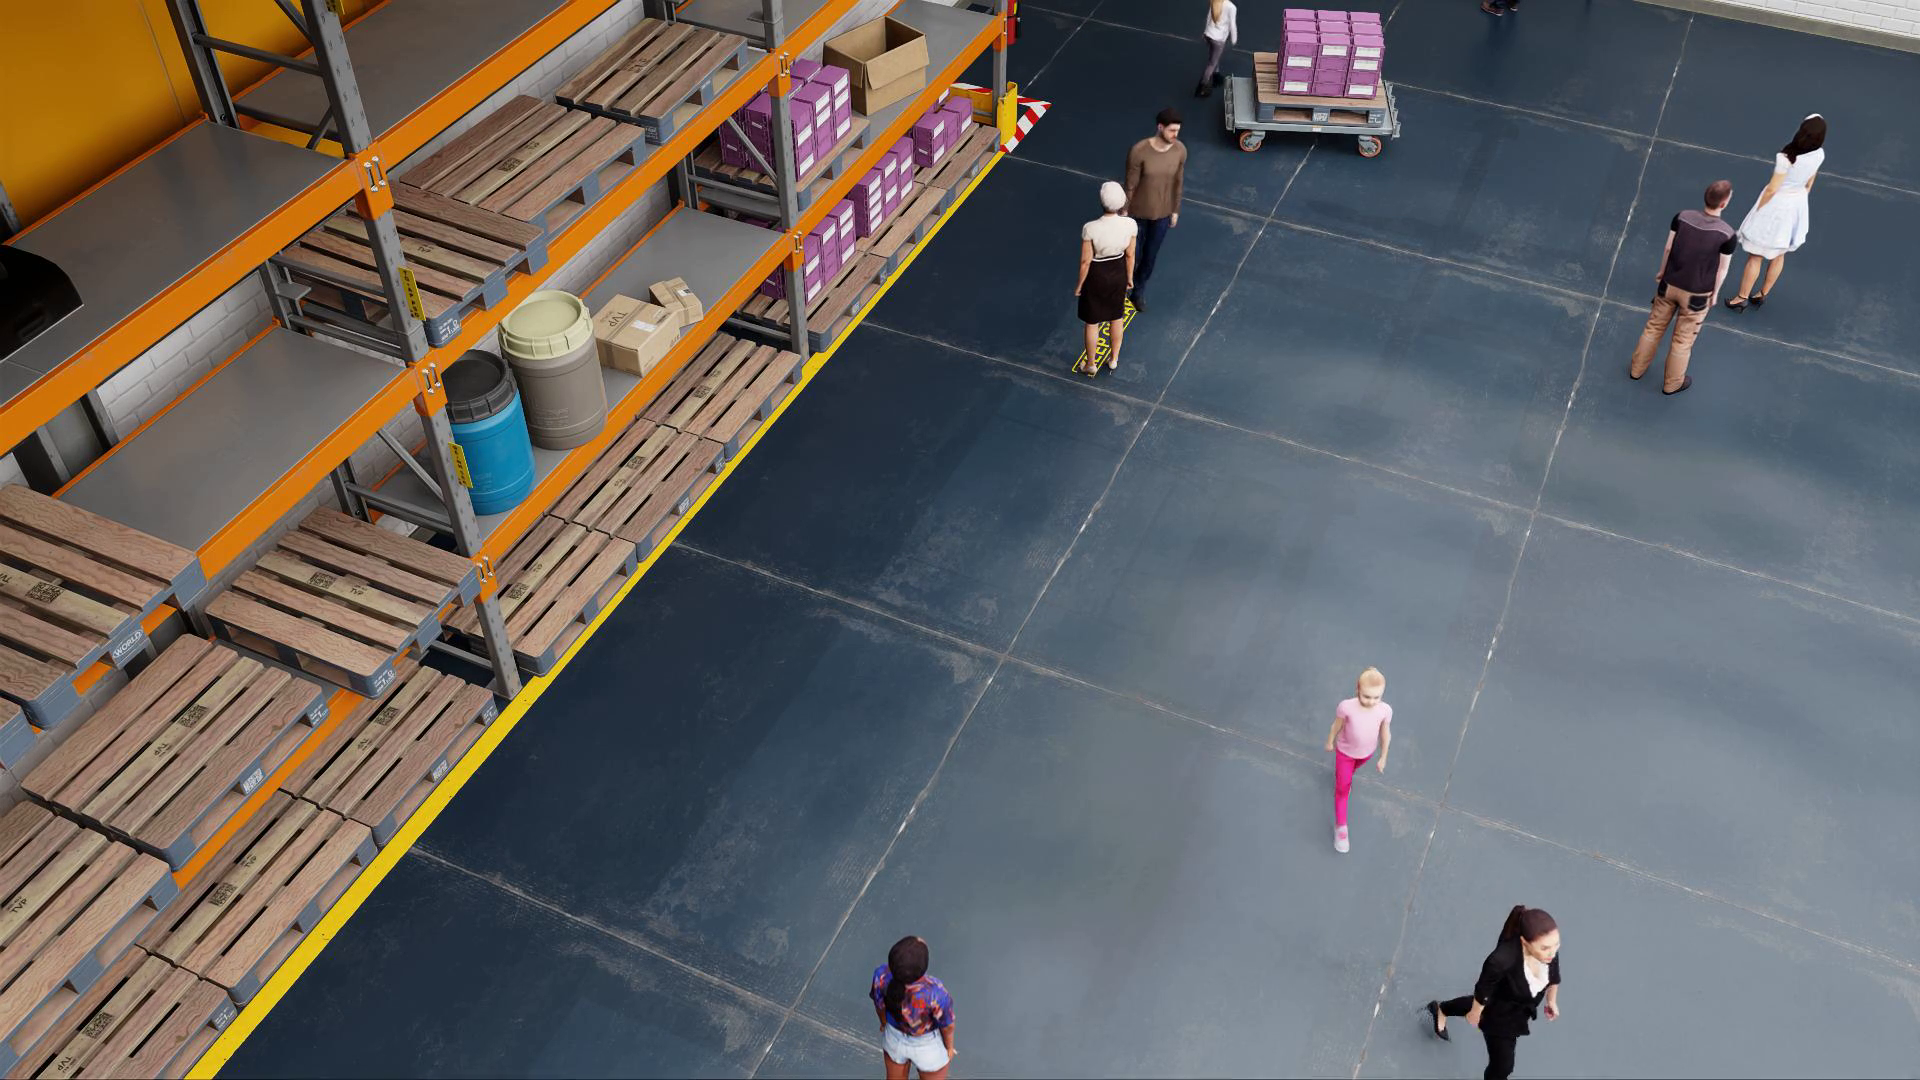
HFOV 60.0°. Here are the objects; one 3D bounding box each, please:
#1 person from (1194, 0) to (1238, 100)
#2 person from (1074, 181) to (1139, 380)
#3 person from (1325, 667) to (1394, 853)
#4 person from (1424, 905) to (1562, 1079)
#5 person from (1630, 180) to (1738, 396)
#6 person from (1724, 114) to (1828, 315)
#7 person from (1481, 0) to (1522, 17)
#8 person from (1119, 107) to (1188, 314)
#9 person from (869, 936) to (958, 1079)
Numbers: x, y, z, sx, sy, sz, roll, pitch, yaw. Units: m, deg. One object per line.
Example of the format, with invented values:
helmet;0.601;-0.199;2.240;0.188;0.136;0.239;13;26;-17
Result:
person;2.506;-4.960;16.501;0.821;1.257;0.722;-24;49;-23
person;1.135;-2.020;13.058;0.716;1.750;0.746;-10;44;-10
person;2.391;1.199;10.049;0.736;1.240;0.984;1;44;2
person;2.761;2.333;8.580;1.084;1.624;1.037;-23;48;-22
person;5.653;-1.983;12.953;0.745;1.841;0.770;-31;52;-28
person;6.742;-2.668;13.688;0.853;1.819;0.903;-7;44;-8
person;5.971;-6.526;17.718;0.844;1.846;0.938;-21;47;-20
person;1.537;-2.766;13.759;0.843;1.863;0.892;-8;44;-8
person;-0.228;2.506;8.313;0.582;1.742;0.503;16;46;17
